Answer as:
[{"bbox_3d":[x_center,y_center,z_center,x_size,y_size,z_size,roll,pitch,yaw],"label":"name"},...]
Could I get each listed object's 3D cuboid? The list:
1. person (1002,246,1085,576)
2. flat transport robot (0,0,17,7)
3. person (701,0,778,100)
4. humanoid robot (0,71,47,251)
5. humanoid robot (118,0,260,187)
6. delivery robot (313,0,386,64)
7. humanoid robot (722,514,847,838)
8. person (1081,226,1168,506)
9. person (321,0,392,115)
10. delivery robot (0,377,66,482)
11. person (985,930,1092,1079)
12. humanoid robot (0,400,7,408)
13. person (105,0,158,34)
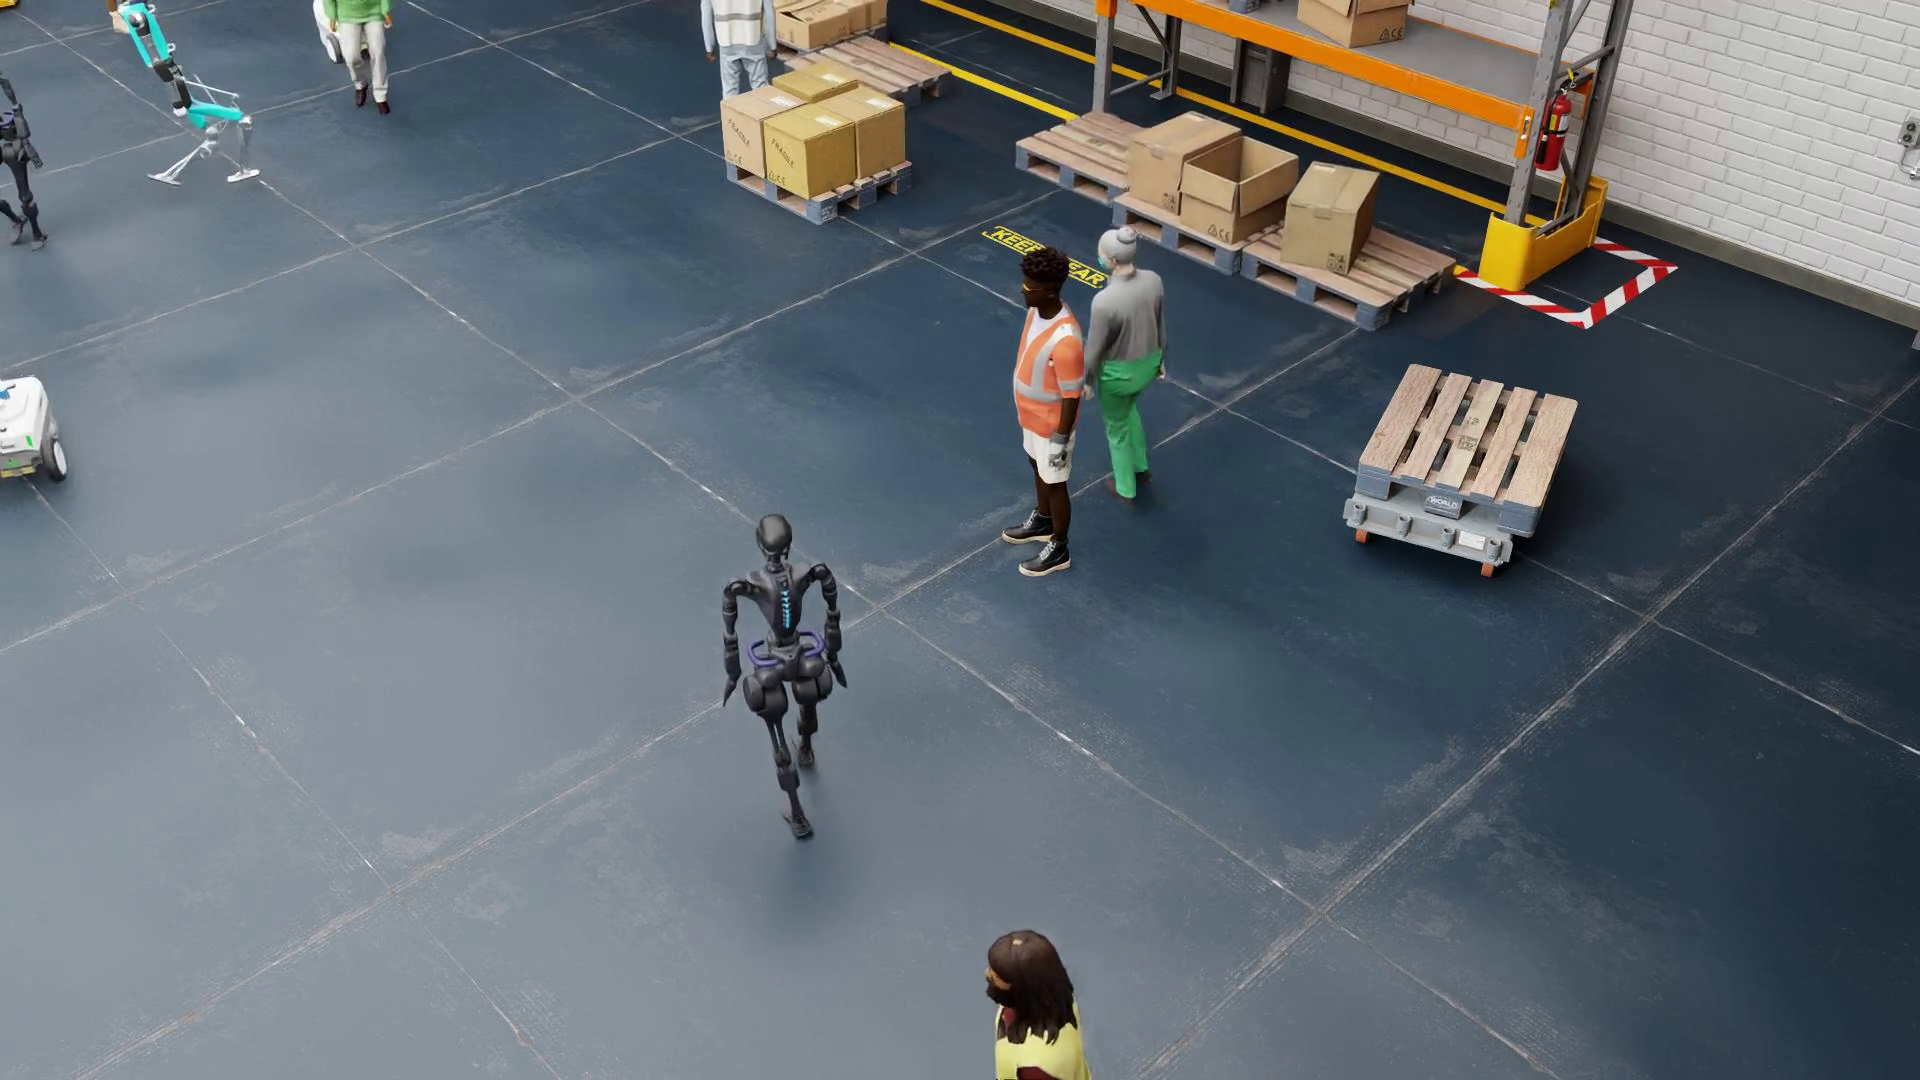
[{"bbox_3d":[0.462,-0.691,9.041,0.361,1.963,0.613,-9,38,-11],"label":"person"},{"bbox_3d":[-10.331,-5.543,16.872,1.431,0.231,0.659,-10,38,-12],"label":"flat transport robot"},{"bbox_3d":[-1.786,-4.050,13.538,0.598,1.910,0.386,-2,37,-3],"label":"person"},{"bbox_3d":[-7.091,-2.948,12.275,0.601,1.651,0.381,0,37,0],"label":"humanoid robot"},{"bbox_3d":[-5.997,-3.547,13.011,1.043,1.729,0.554,-16,40,-21],"label":"humanoid robot"},{"bbox_3d":[-5.832,-4.885,15.756,0.499,0.586,0.772,-24,43,-28],"label":"delivery robot"},{"bbox_3d":[-0.820,0.563,7.638,0.583,1.636,0.687,-13,39,-17],"label":"humanoid robot"},{"bbox_3d":[0.929,-1.003,9.566,0.547,1.827,0.431,-24,43,-28],"label":"person"},{"bbox_3d":[-5.177,-4.555,14.323,0.573,1.761,0.424,-16,40,-20],"label":"person"},{"bbox_3d":[-5.797,-0.682,10.183,0.499,0.575,0.759,-12,39,-15],"label":"delivery robot"},{"bbox_3d":[0.241,1.961,5.698,0.436,1.757,0.497,-1,37,-1],"label":"person"},{"bbox_3d":[-5.998,-1.187,9.826,0.530,1.728,0.689,-30,47,-34],"label":"humanoid robot"},{"bbox_3d":[-8.170,-5.893,15.866,0.374,2.043,0.606,4,37,5],"label":"person"}]
